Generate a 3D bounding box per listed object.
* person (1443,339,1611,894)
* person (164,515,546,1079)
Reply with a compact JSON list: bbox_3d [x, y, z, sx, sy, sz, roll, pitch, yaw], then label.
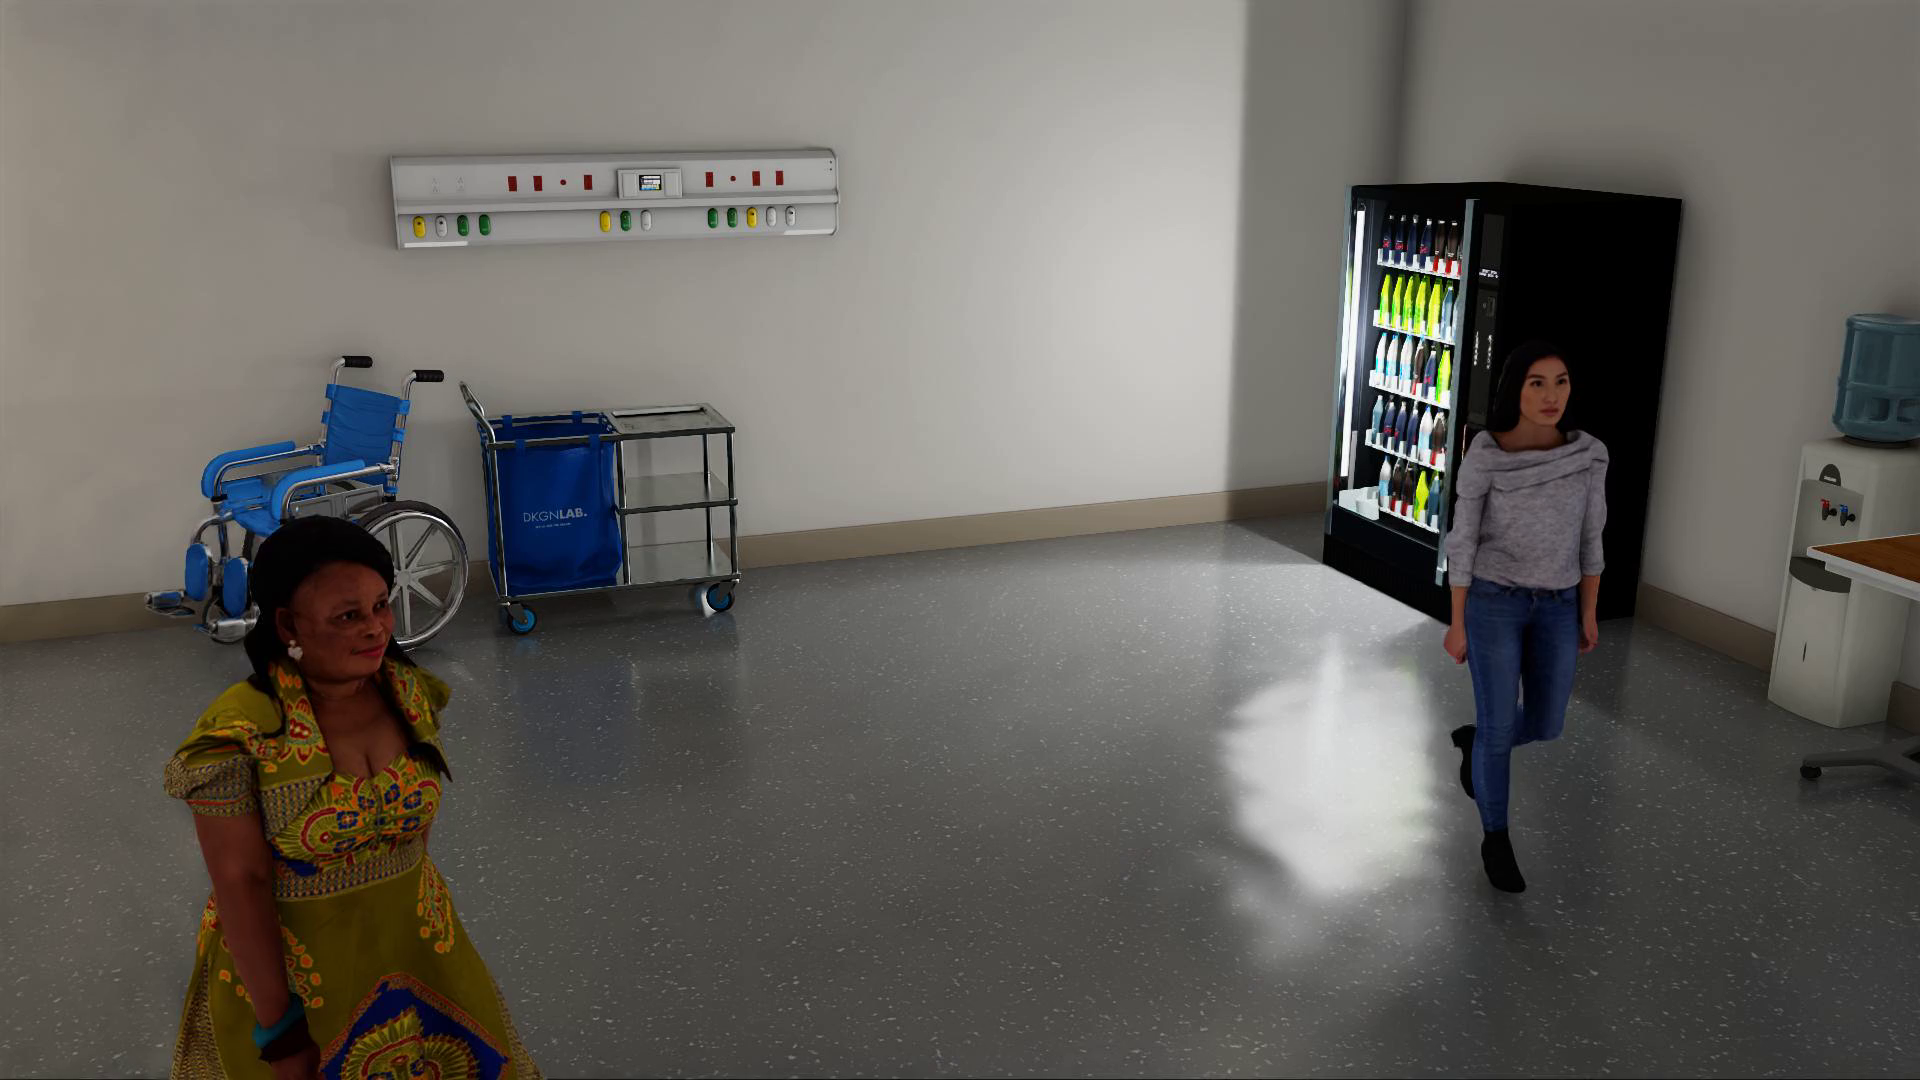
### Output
[{"bbox_3d":[1.621,0.206,4.912,0.744,1.617,0.916,-1,16,-5],"label":"person"},{"bbox_3d":[-1.161,0.765,2.943,1.347,1.608,1.202,11,19,33],"label":"person"}]
